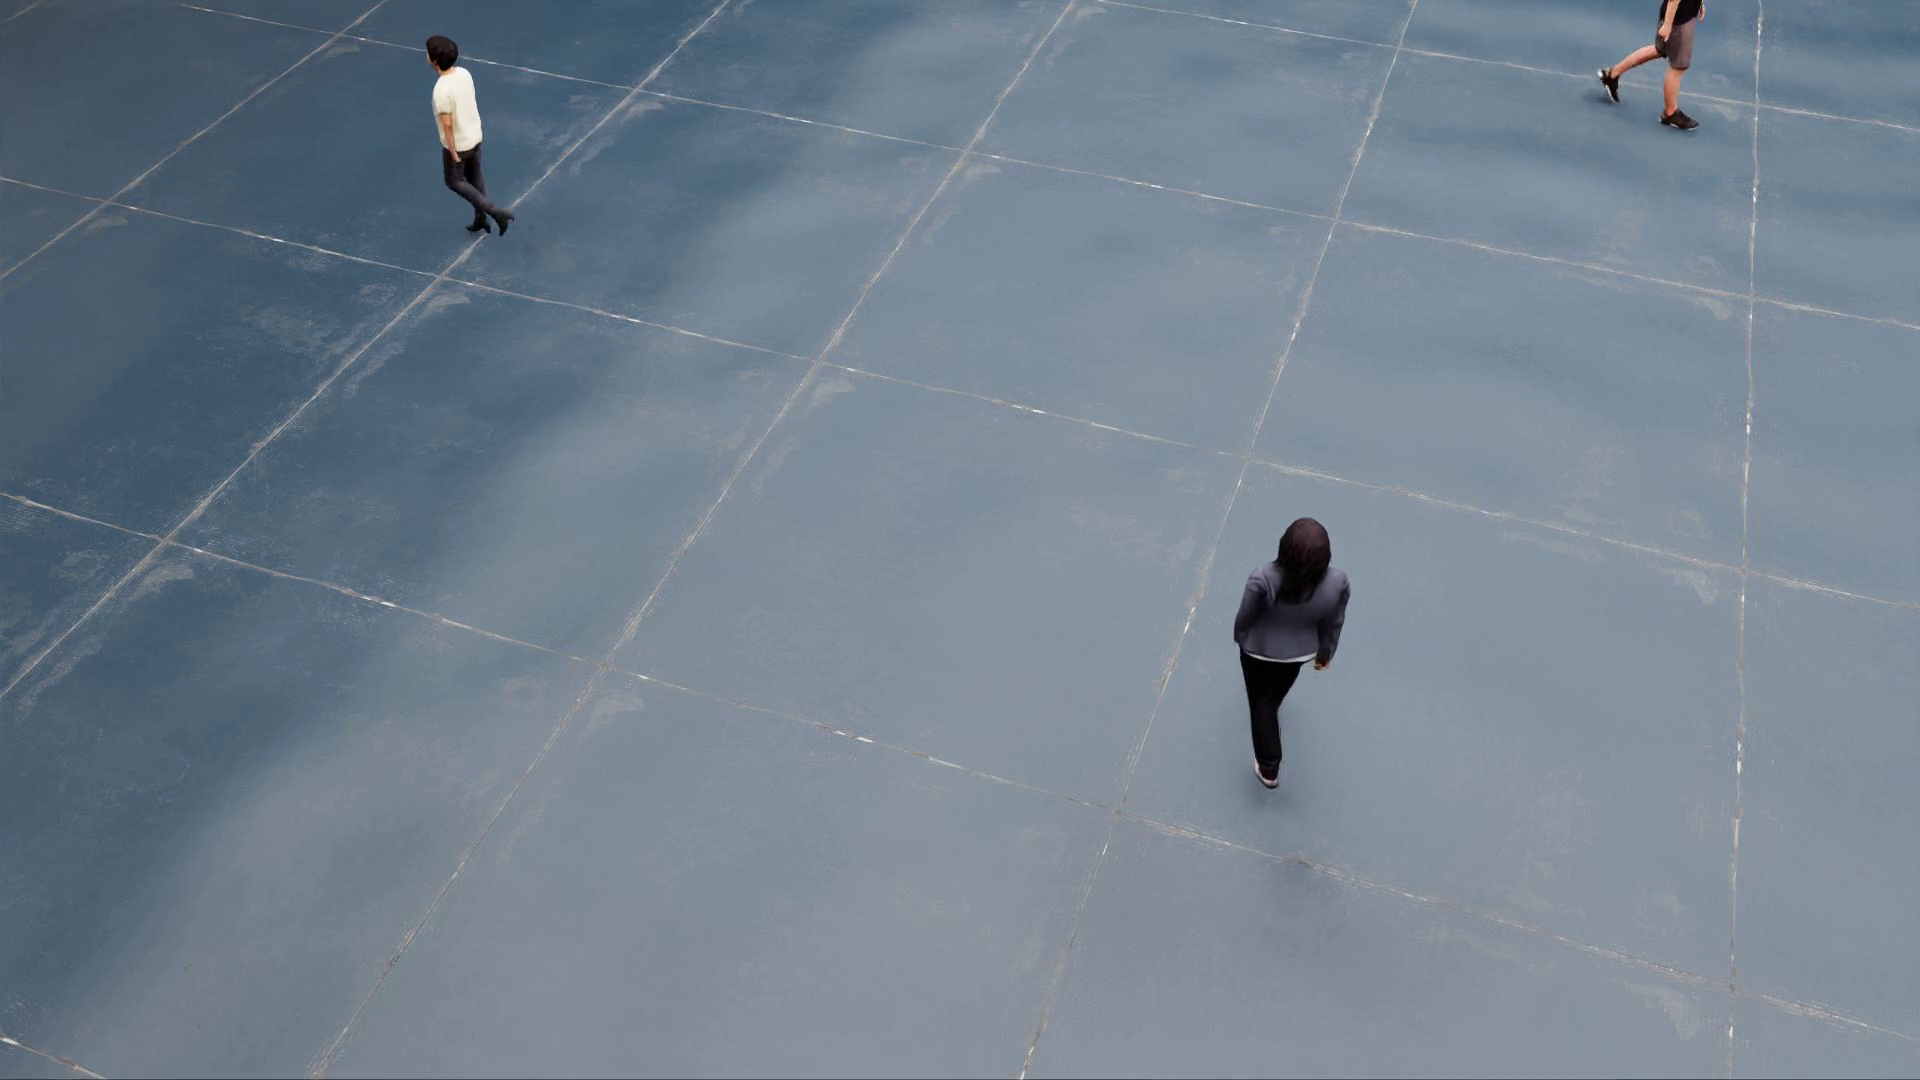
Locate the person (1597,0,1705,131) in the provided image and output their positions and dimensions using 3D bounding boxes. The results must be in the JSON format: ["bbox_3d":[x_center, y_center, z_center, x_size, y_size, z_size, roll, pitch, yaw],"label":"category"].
[{"bbox_3d":[5.663,-4.233,13.259,1.181,1.837,0.794,23,48,23],"label":"person"}]

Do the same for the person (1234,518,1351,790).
[{"bbox_3d":[1.616,0.563,8.316,1.087,1.573,1.016,-5,43,-5],"label":"person"}]

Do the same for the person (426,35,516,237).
[{"bbox_3d":[-3.525,-2.860,11.978,0.715,1.579,0.588,13,45,14],"label":"person"}]
